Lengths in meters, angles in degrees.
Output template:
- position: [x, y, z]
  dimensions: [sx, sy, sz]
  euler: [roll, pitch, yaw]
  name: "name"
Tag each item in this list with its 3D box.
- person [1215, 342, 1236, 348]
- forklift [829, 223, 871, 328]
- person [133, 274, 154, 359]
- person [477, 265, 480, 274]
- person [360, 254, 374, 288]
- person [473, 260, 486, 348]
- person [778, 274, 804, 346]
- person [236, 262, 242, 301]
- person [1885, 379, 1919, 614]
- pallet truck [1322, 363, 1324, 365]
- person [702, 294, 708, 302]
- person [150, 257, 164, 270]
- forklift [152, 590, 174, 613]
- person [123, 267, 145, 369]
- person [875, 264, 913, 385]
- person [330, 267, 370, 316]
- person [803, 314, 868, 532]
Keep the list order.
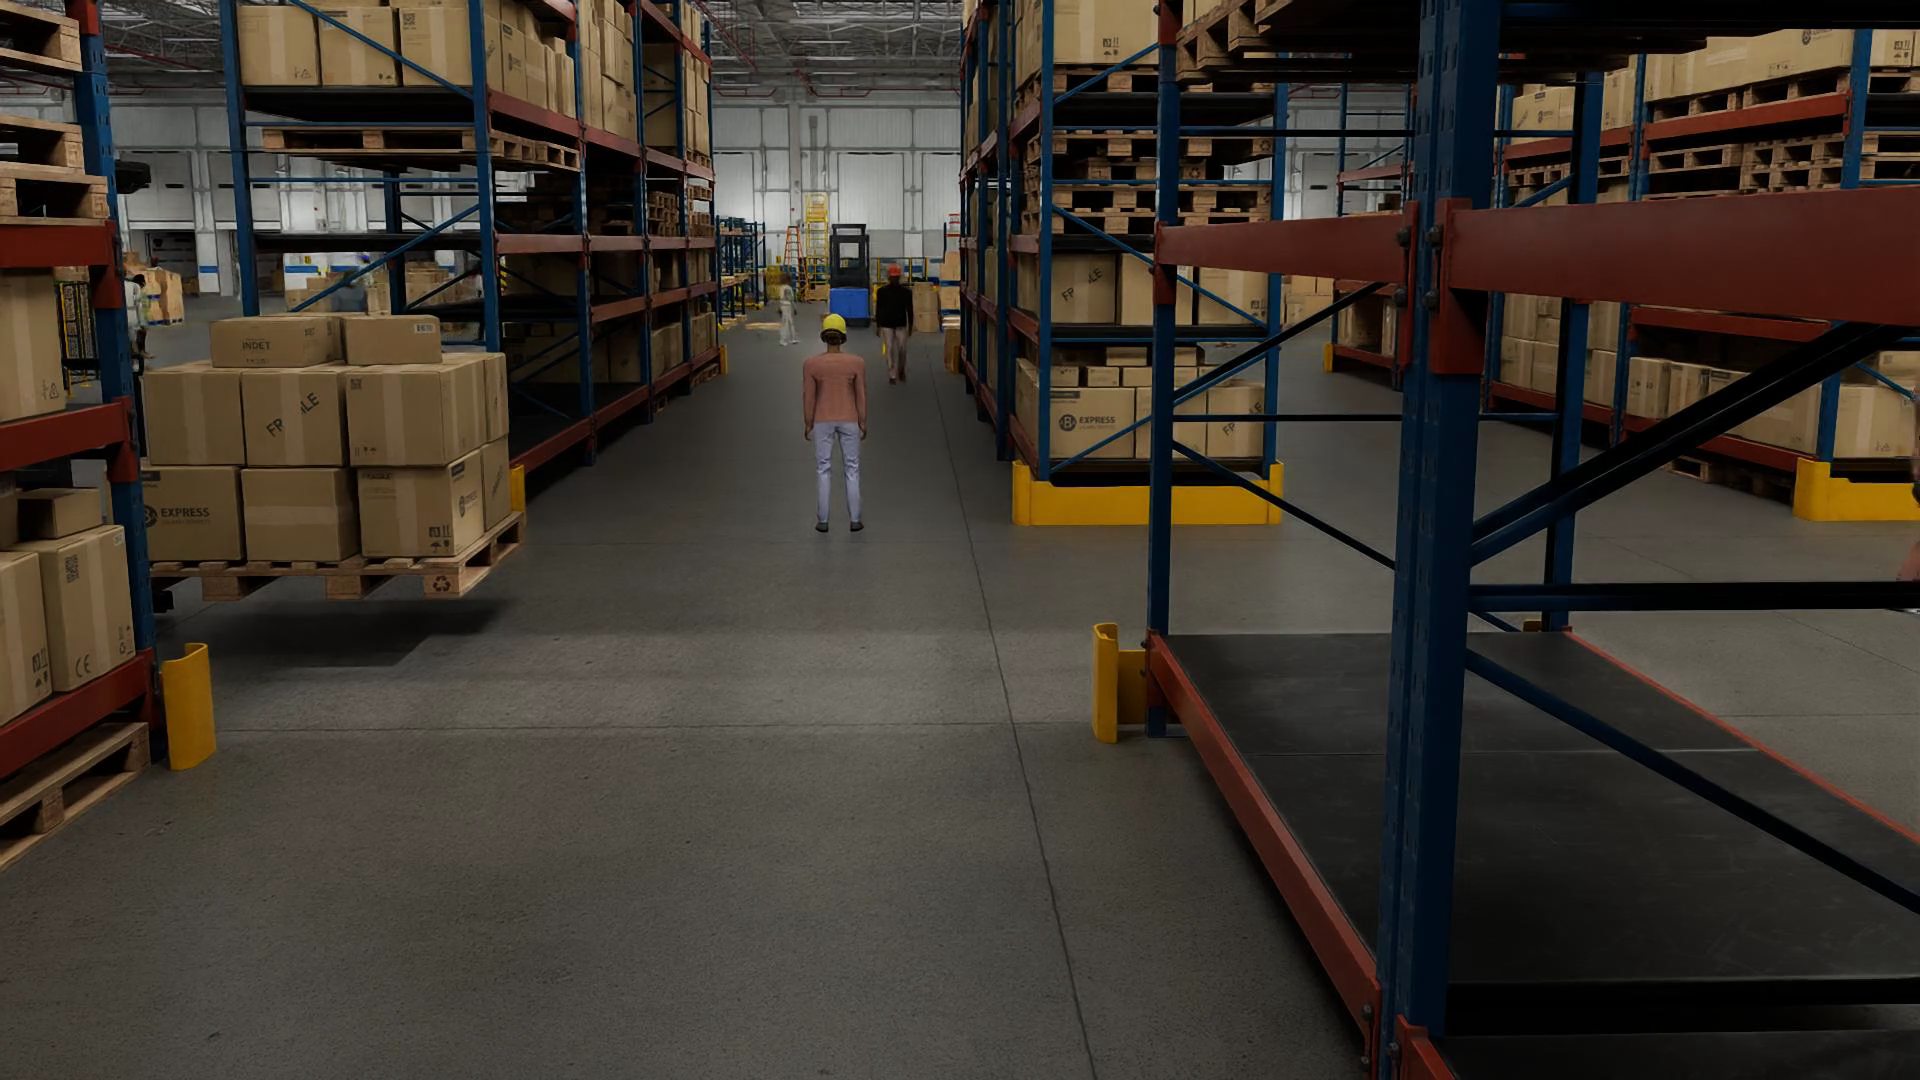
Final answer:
- position: [5.937, -5.205, 36.757]
  dimensions: [0.372, 1.934, 0.627]
  euler: [-5, 11, -26]
  name: "person"
- position: [-2.996, -7.156, 44.984]
  dimensions: [1.129, 2.768, 1.873]
  euler: [0, 10, -2]
  name: "forklift"
- position: [-16.406, -4.479, 33.368]
  dimensions: [0.315, 1.696, 0.540]
  euler: [-3, 11, -16]
  name: "person"
- position: [-16.705, -9.128, 58.659]
  dimensions: [0.586, 1.921, 0.395]
  euler: [-6, 12, -28]
  name: "person"
- position: [-19.680, -8.485, 55.043]
  dimensions: [0.676, 1.929, 0.612]
  euler: [-9, 13, -40]
  name: "person"
- position: [-10.547, -5.216, 36.801]
  dimensions: [0.433, 1.935, 0.652]
  euler: [-3, 11, -16]
  name: "person"
- position: [-3.835, -5.220, 37.753]
  dimensions: [0.805, 1.604, 0.538]
  euler: [-6, 12, -32]
  name: "person"
- position: [-28.387, -10.371, 65.791]
  dimensions: [0.818, 1.853, 0.512]
  euler: [5, 11, 26]
  name: "person"
- position: [6.309, -0.431, 10.440]
  dimensions: [0.776, 1.856, 0.601]
  euler: [-9, 14, -42]
  name: "person"
- position: [7.712, -4.157, 30.737]
  dimensions: [1.885, 1.965, 0.823]
  euler: [3, 11, 16]
  name: "pallet truck"
- position: [-9.625, -9.575, 61.148]
  dimensions: [0.765, 1.921, 0.628]
  euler: [0, 10, -2]
  name: "person"
- position: [-24.537, -7.699, 50.801]
  dimensions: [0.617, 1.878, 0.357]
  euler: [5, 11, 25]
  name: "person"
- position: [-5.858, -0.811, 9.639]
  dimensions: [1.873, 2.768, 1.129]
  euler: [-1, 10, -3]
  name: "forklift"
- position: [-14.086, -3.659, 27.919]
  dimensions: [0.762, 2.013, 0.633]
  euler: [9, 14, 41]
  name: "person"
- position: [-1.083, -3.522, 27.244]
  dimensions: [0.627, 1.973, 0.477]
  euler: [0, 10, 0]
  name: "person"
- position: [-10.147, -3.581, 27.729]
  dimensions: [0.569, 1.931, 0.657]
  euler: [10, 14, 43]
  name: "person"
- position: [-1.007, -0.938, 13.452]
  dimensions: [0.524, 1.769, 0.314]
  euler: [-1, 10, -5]
  name: "person"
